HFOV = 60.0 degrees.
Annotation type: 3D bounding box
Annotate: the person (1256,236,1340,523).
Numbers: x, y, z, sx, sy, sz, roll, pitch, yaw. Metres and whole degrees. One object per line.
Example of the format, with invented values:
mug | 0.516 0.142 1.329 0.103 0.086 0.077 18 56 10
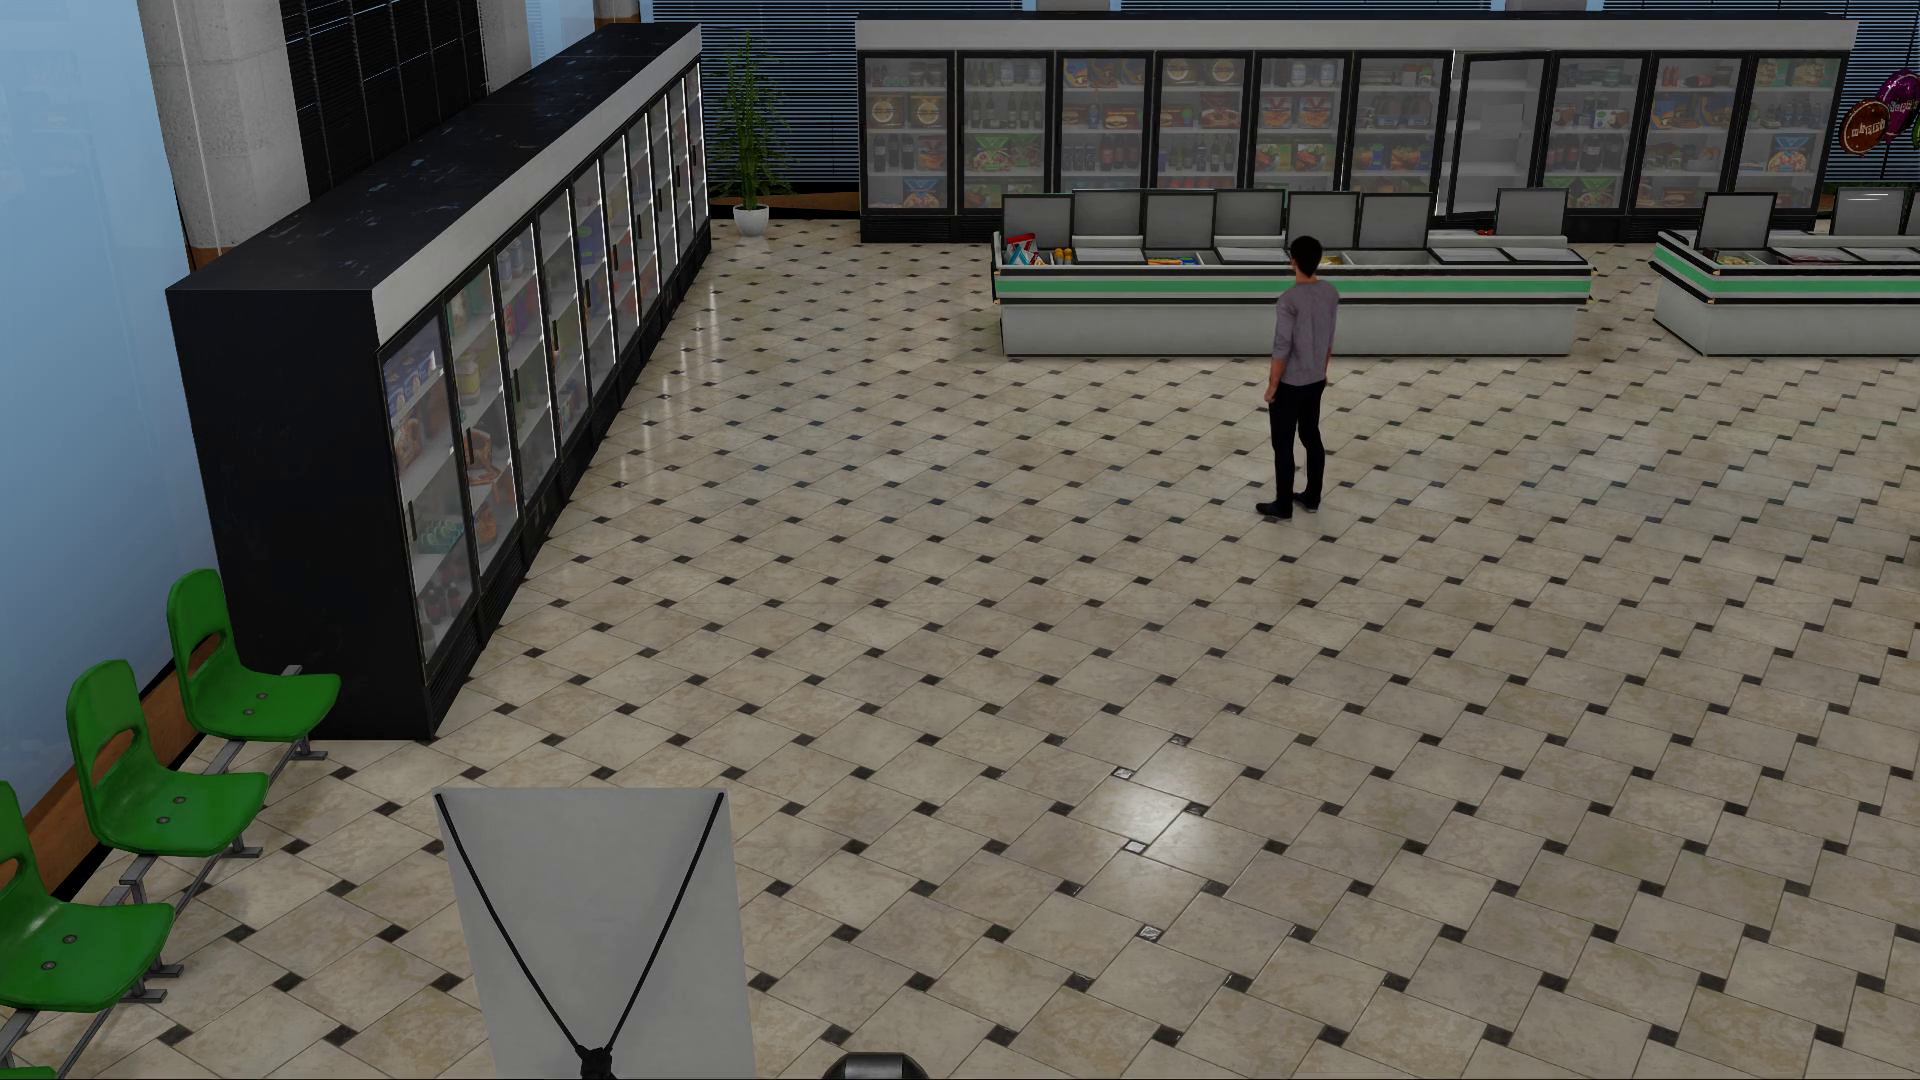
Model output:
person | 2.168 -1.029 10.617 0.670 1.842 0.791 -15 28 -31
